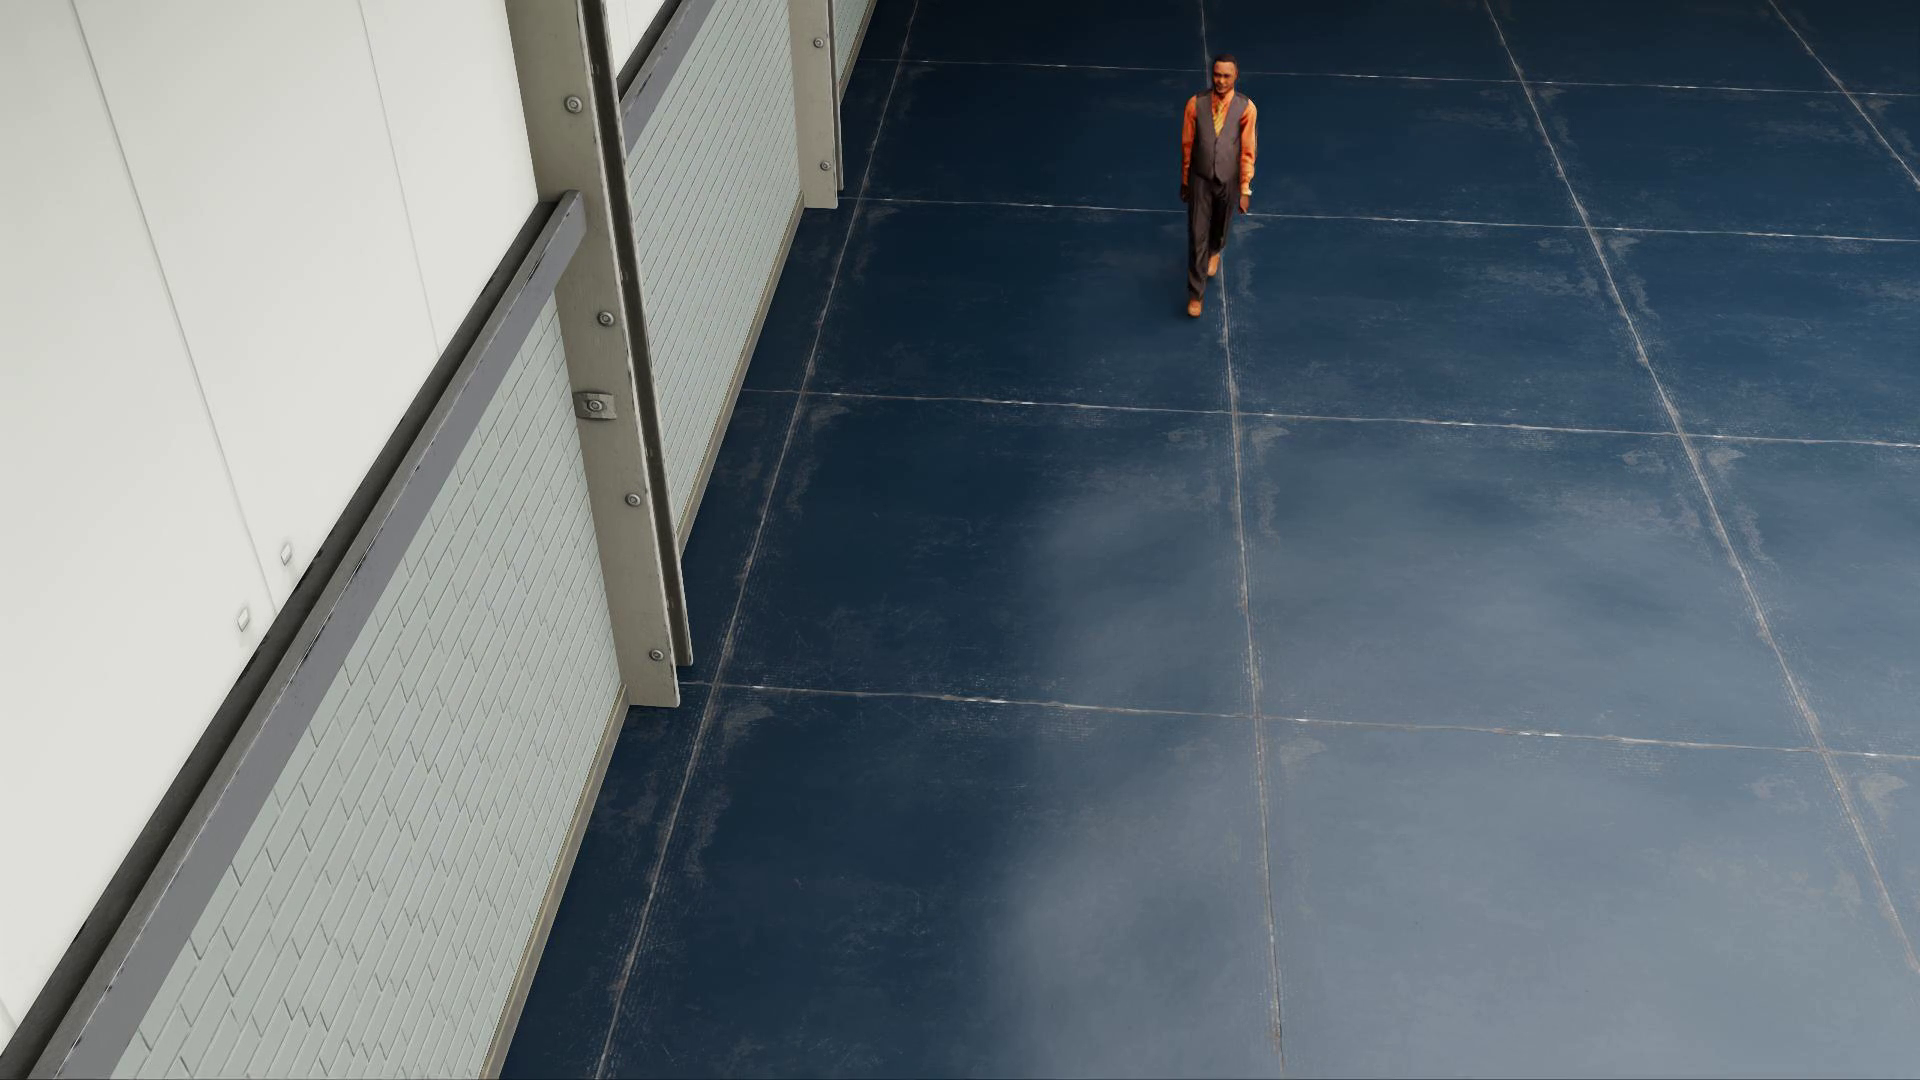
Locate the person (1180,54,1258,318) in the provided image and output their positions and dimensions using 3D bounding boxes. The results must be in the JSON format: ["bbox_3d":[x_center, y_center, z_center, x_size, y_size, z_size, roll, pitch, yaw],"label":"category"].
[{"bbox_3d":[1.884,-2.662,12.201,0.796,1.868,1.273,7,39,9],"label":"person"}]
